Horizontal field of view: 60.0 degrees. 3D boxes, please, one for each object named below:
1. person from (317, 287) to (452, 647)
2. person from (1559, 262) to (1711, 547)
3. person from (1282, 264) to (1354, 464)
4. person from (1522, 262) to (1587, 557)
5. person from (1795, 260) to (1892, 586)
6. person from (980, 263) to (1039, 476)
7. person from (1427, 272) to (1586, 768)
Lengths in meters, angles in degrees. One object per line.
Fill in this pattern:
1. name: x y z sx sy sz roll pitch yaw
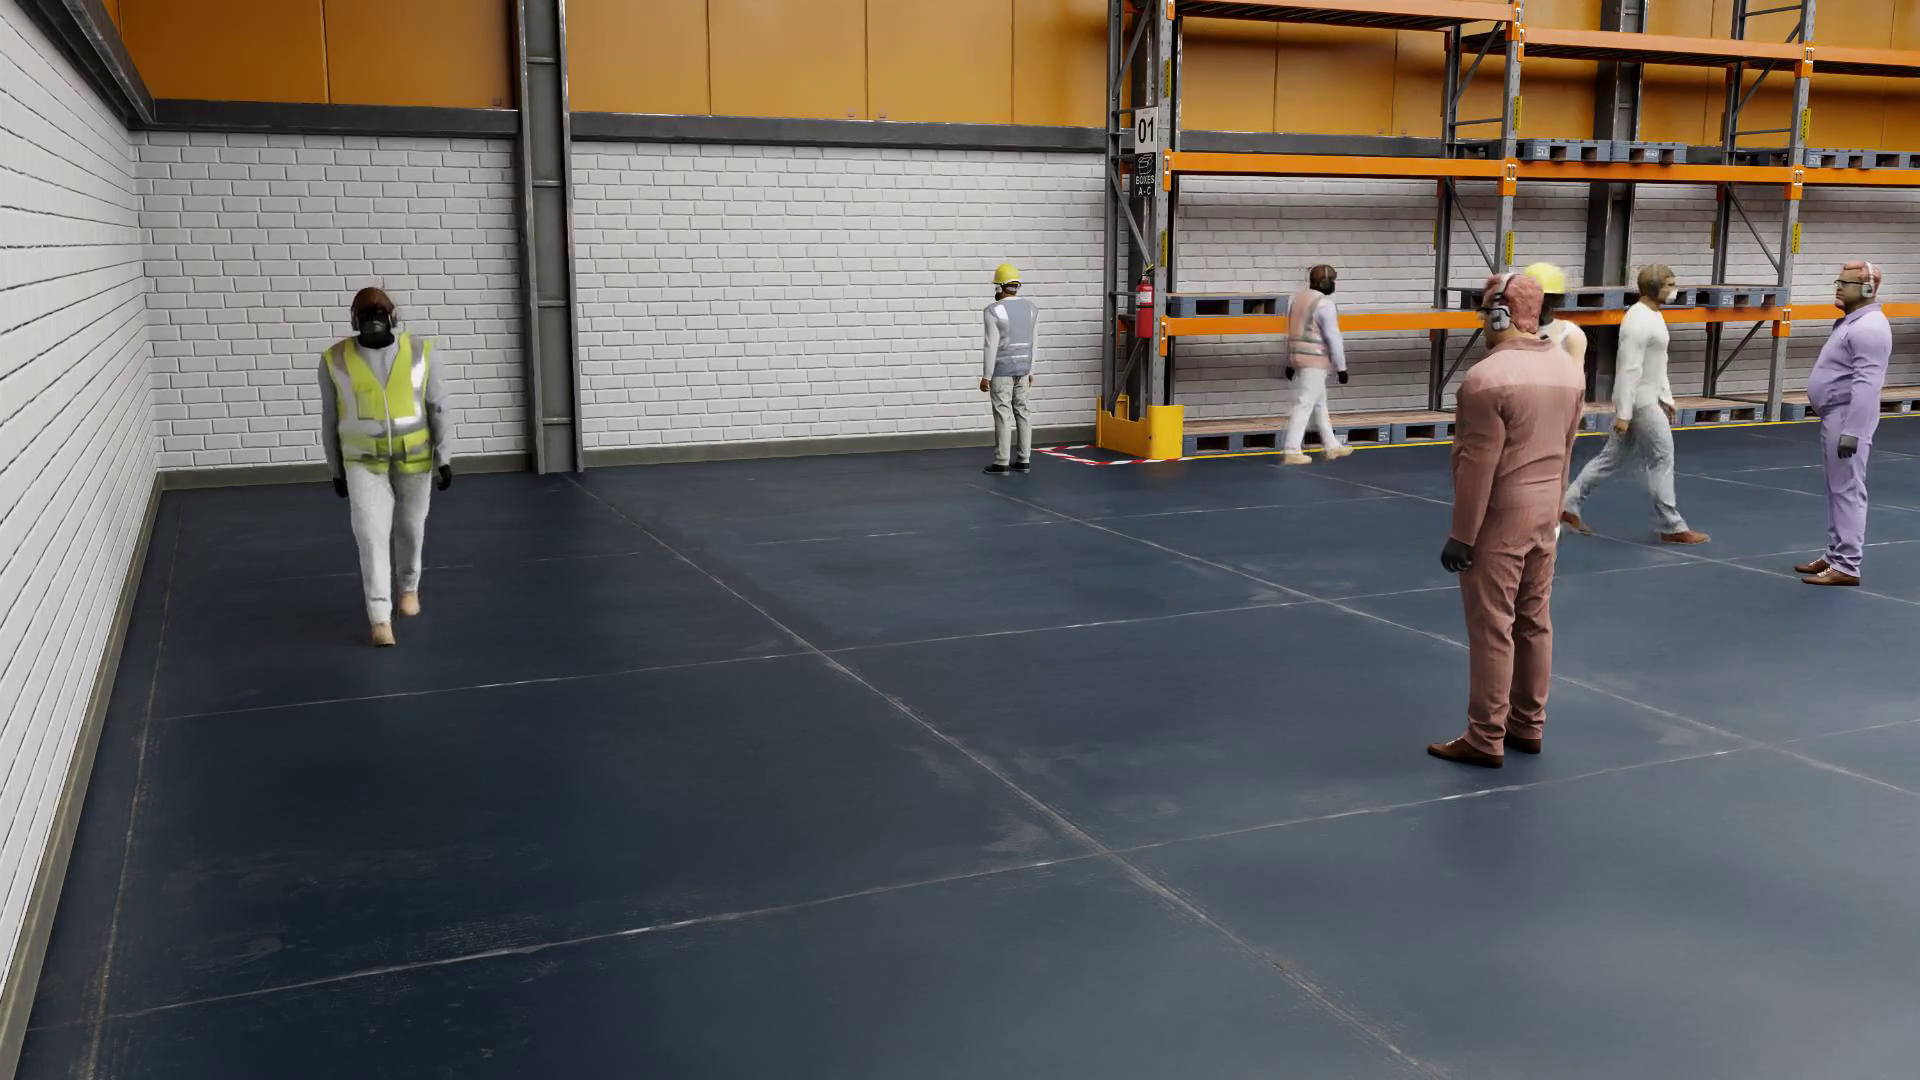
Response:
1. person: -2.983 -0.417 8.671 0.624 1.802 0.949 -4 11 -23
2. person: 4.521 -0.914 11.196 1.021 1.901 0.645 4 11 23
3. person: 3.331 -1.593 15.182 0.882 1.805 0.652 -3 11 -15
4. person: 3.380 -0.660 9.713 0.639 1.909 0.587 -7 12 -33
5. person: 5.224 -0.686 9.846 0.408 1.910 0.651 4 11 21
6. person: 0.410 -1.477 14.464 0.586 1.835 0.403 -8 13 -38
7. person: 2.097 -0.074 6.448 0.639 1.908 0.409 -8 13 -37
